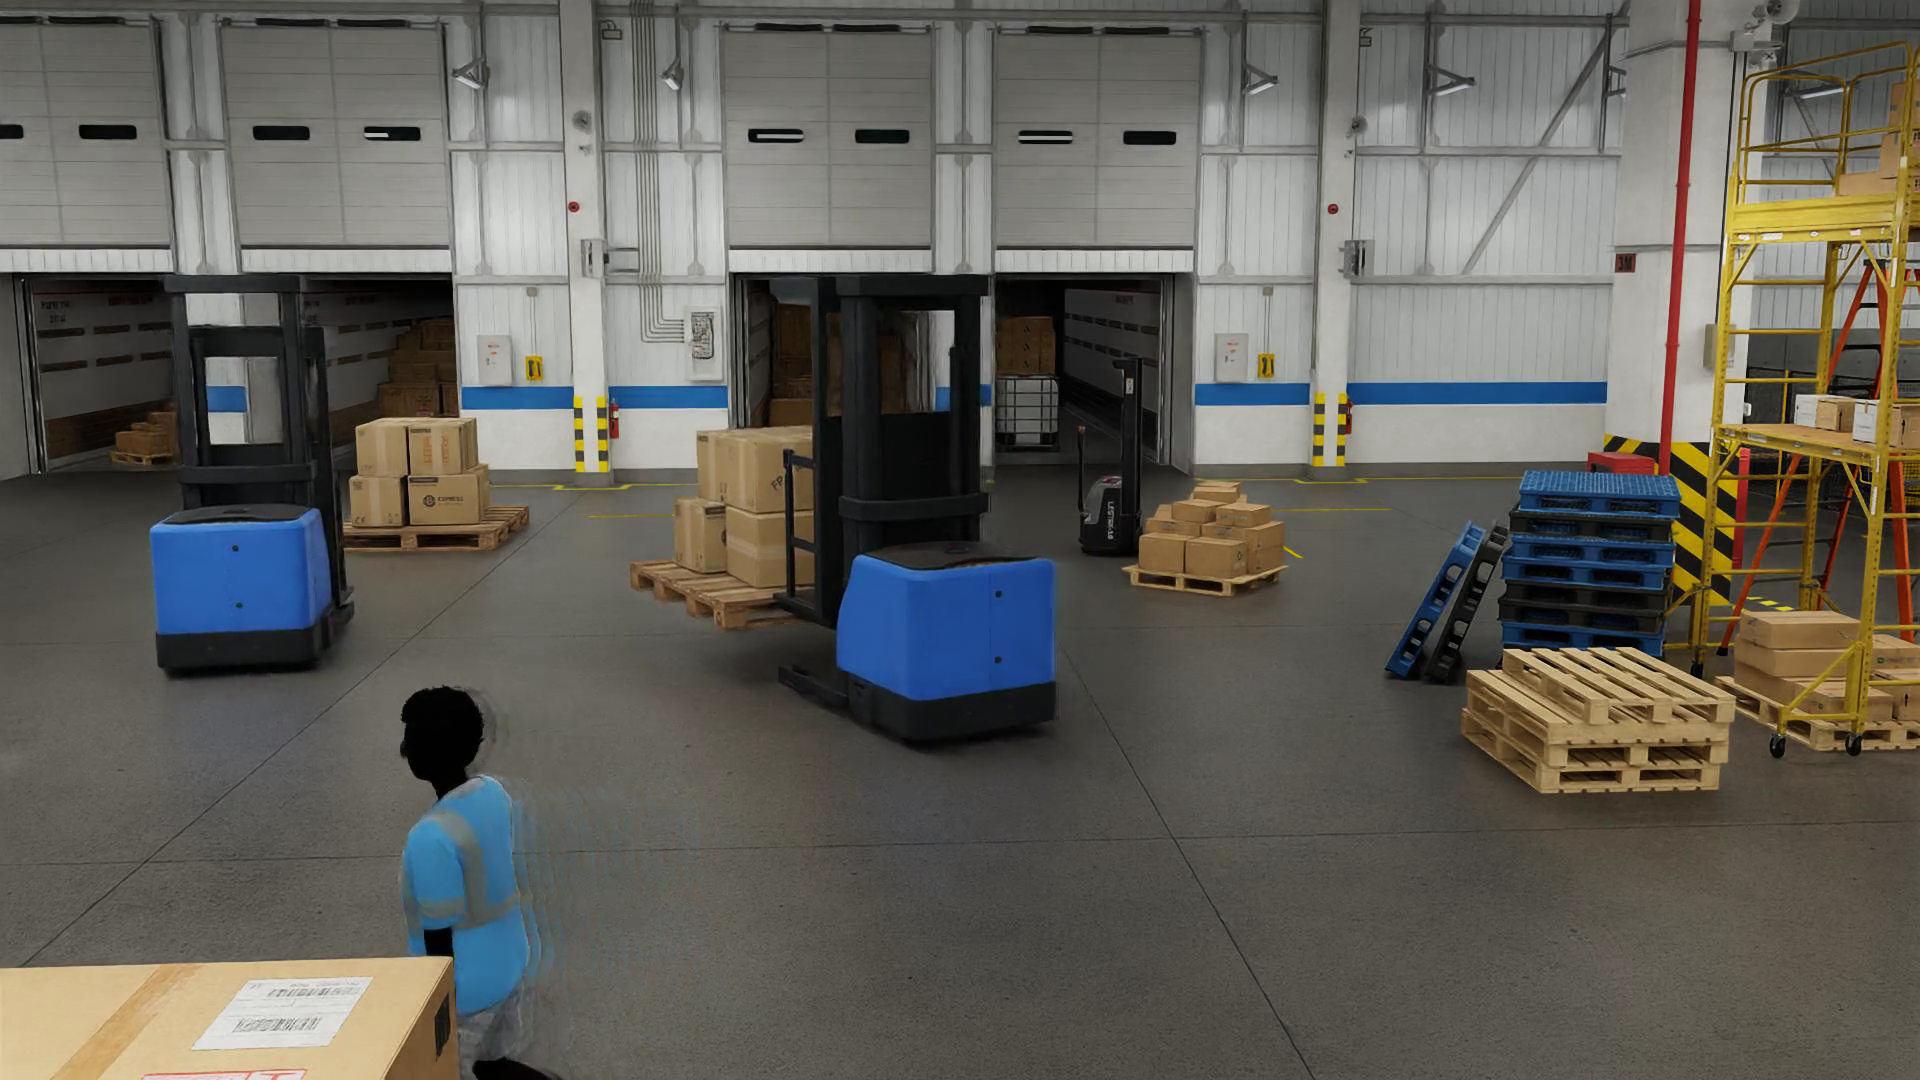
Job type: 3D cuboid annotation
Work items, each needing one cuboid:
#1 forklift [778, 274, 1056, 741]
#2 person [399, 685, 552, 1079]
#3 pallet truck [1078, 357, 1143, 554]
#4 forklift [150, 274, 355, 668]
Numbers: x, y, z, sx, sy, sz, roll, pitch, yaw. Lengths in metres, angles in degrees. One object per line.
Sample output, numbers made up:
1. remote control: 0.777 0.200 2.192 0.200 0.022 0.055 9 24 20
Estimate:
1. forklift: -0.289 -0.301 10.639 1.129 2.768 1.873 -5 10 -30
2. person: -1.317 1.239 4.747 0.651 1.680 0.542 1 9 5
3. pallet truck: 2.088 -0.836 16.757 1.885 1.965 0.823 2 9 13
4. forklift: -5.313 -0.585 12.423 1.129 2.768 1.873 -2 9 -12
